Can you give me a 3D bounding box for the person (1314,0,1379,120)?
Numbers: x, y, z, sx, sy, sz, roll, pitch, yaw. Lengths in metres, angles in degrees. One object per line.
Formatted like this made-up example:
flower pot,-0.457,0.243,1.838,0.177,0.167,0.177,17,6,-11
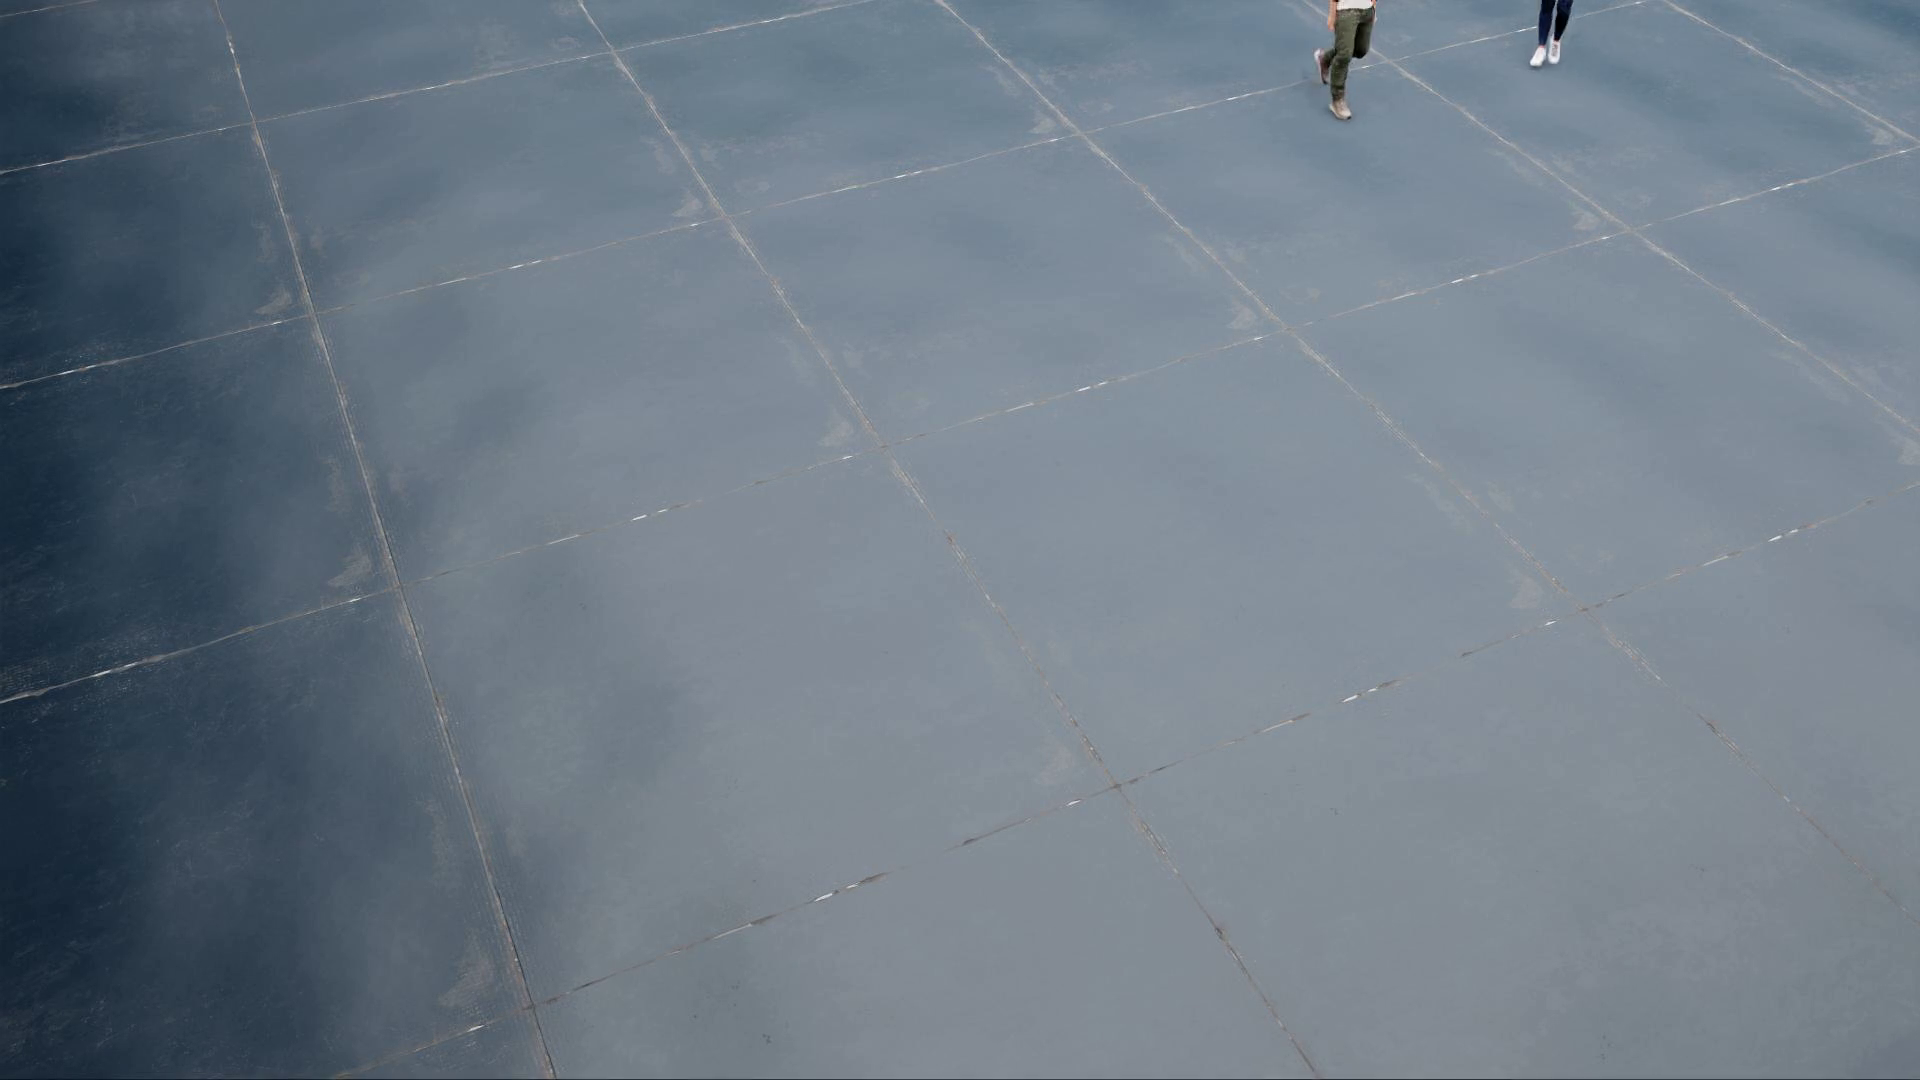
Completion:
person,3.069,-4.211,13.174,0.586,1.639,0.884,-15,44,-16
